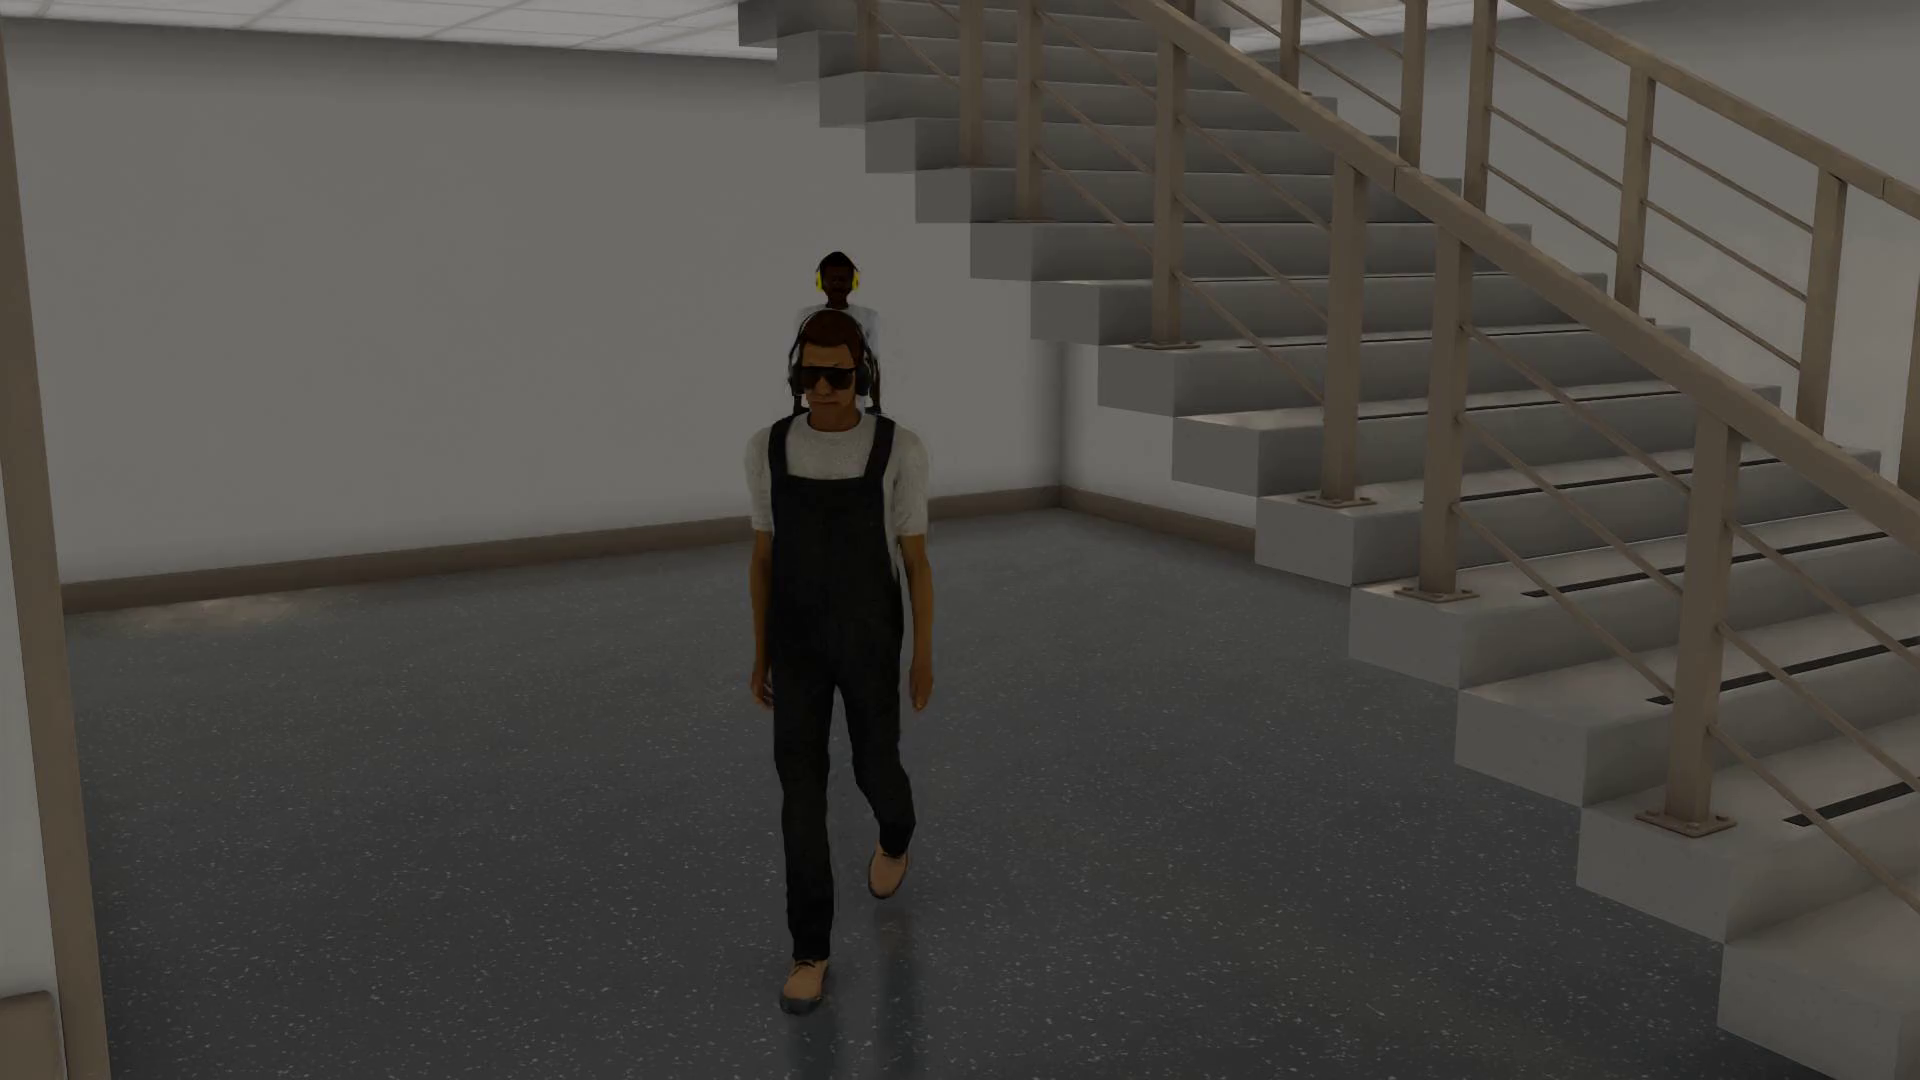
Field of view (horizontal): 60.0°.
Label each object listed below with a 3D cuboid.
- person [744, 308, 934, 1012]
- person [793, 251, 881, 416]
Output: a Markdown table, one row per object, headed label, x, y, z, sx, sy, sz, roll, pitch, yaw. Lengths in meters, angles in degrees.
| label | x | y | z | sx | sy | sz | roll | pitch | yaw |
| --- | --- | --- | --- | --- | --- | --- | --- | --- | --- |
| person | -0.311 | 0.272 | 4.533 | 0.508 | 1.816 | 0.814 | 2 | 11 | 9 |
| person | -0.706 | -0.714 | 9.556 | 0.534 | 1.866 | 0.311 | -1 | 11 | -5 |
